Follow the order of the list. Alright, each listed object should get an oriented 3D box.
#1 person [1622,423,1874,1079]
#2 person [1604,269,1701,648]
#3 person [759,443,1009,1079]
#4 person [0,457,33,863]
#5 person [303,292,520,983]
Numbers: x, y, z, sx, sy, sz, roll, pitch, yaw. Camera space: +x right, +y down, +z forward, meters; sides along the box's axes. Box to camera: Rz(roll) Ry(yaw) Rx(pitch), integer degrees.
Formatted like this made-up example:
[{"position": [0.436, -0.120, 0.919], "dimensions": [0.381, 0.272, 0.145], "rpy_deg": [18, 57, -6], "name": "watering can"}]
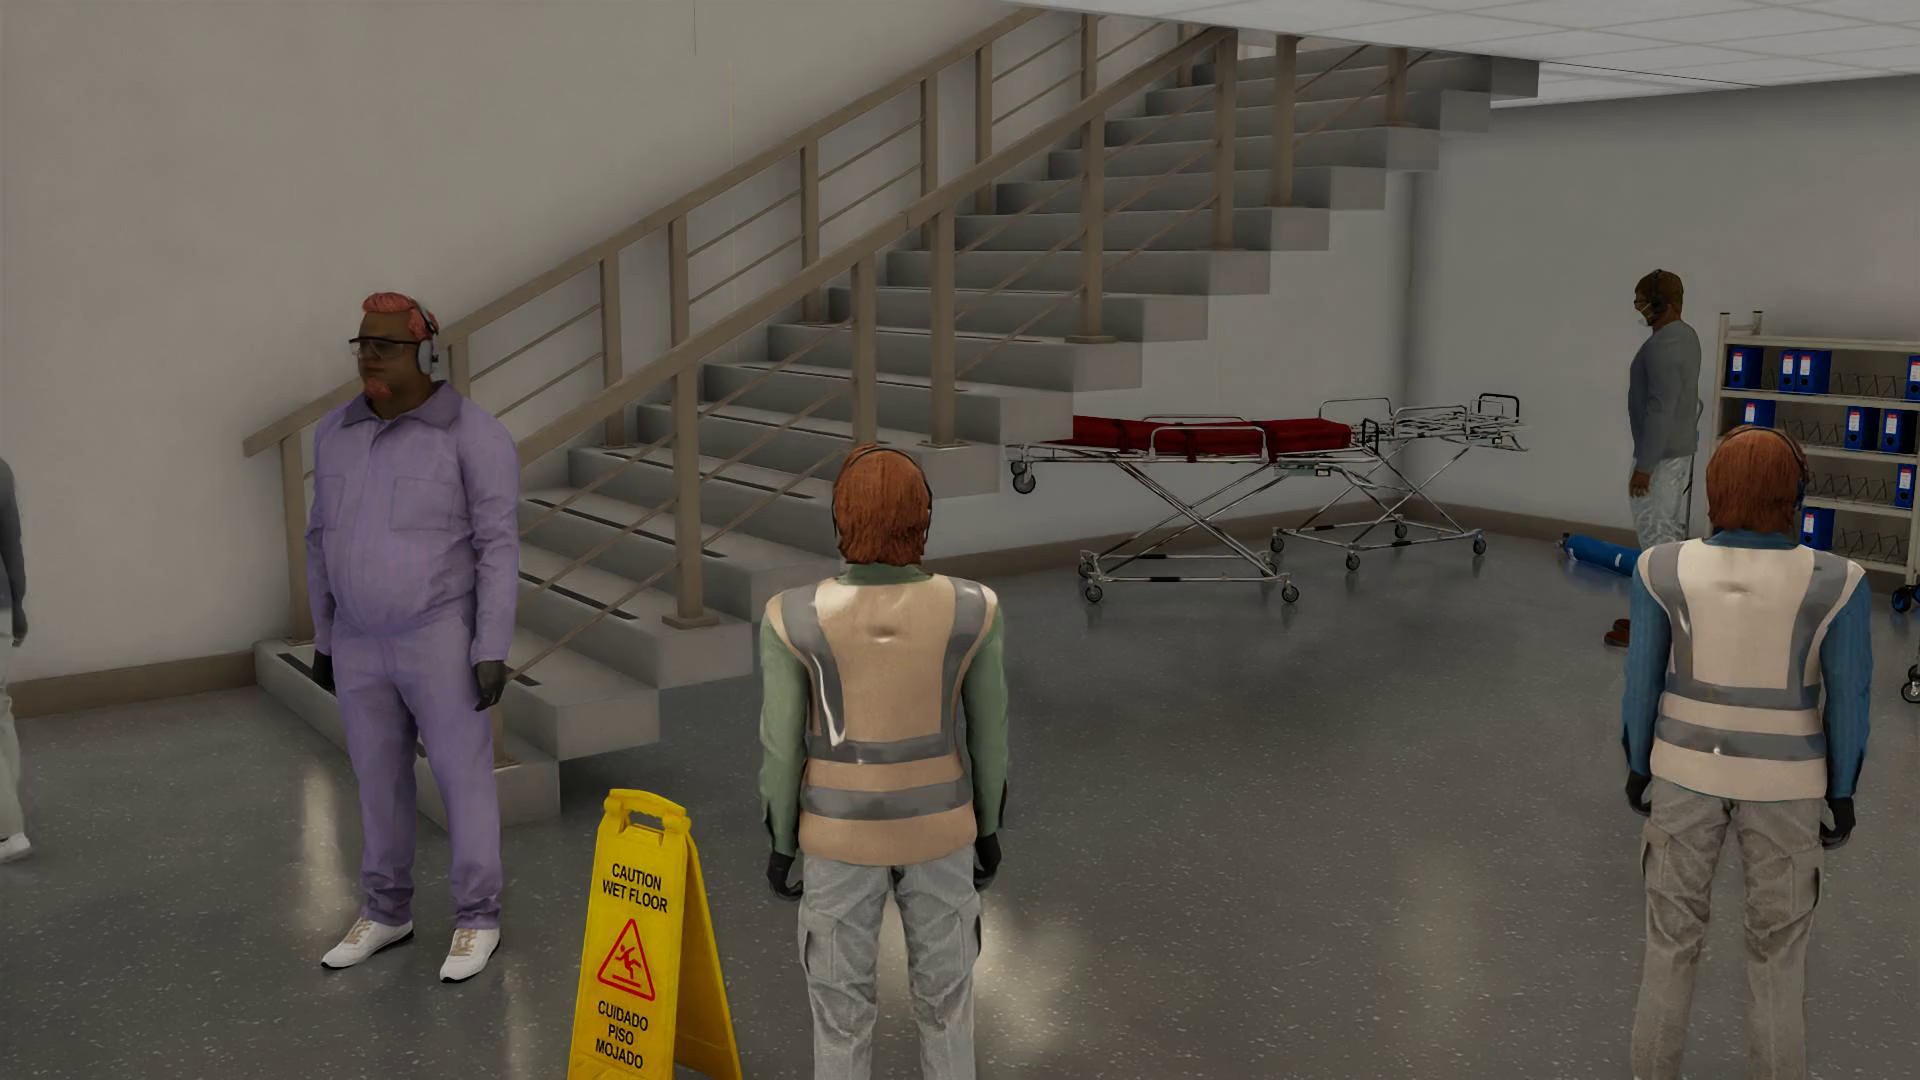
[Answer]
[{"position": [1.763, 0.558, 3.778], "dimensions": [0.511, 1.643, 0.308], "rpy_deg": [6, 11, 31], "name": "person"}, {"position": [3.554, -0.406, 8.491], "dimensions": [0.371, 1.934, 0.627], "rpy_deg": [6, 12, 31], "name": "person"}, {"position": [-0.150, 0.625, 3.399], "dimensions": [0.514, 1.641, 0.308], "rpy_deg": [-2, 10, -12], "name": "person"}, {"position": [-3.320, 0.270, 5.537], "dimensions": [0.365, 1.646, 0.505], "rpy_deg": [2, 10, 13], "name": "person"}, {"position": [-1.542, 0.274, 4.638], "dimensions": [0.642, 1.913, 0.409], "rpy_deg": [3, 10, 15], "name": "person"}]
